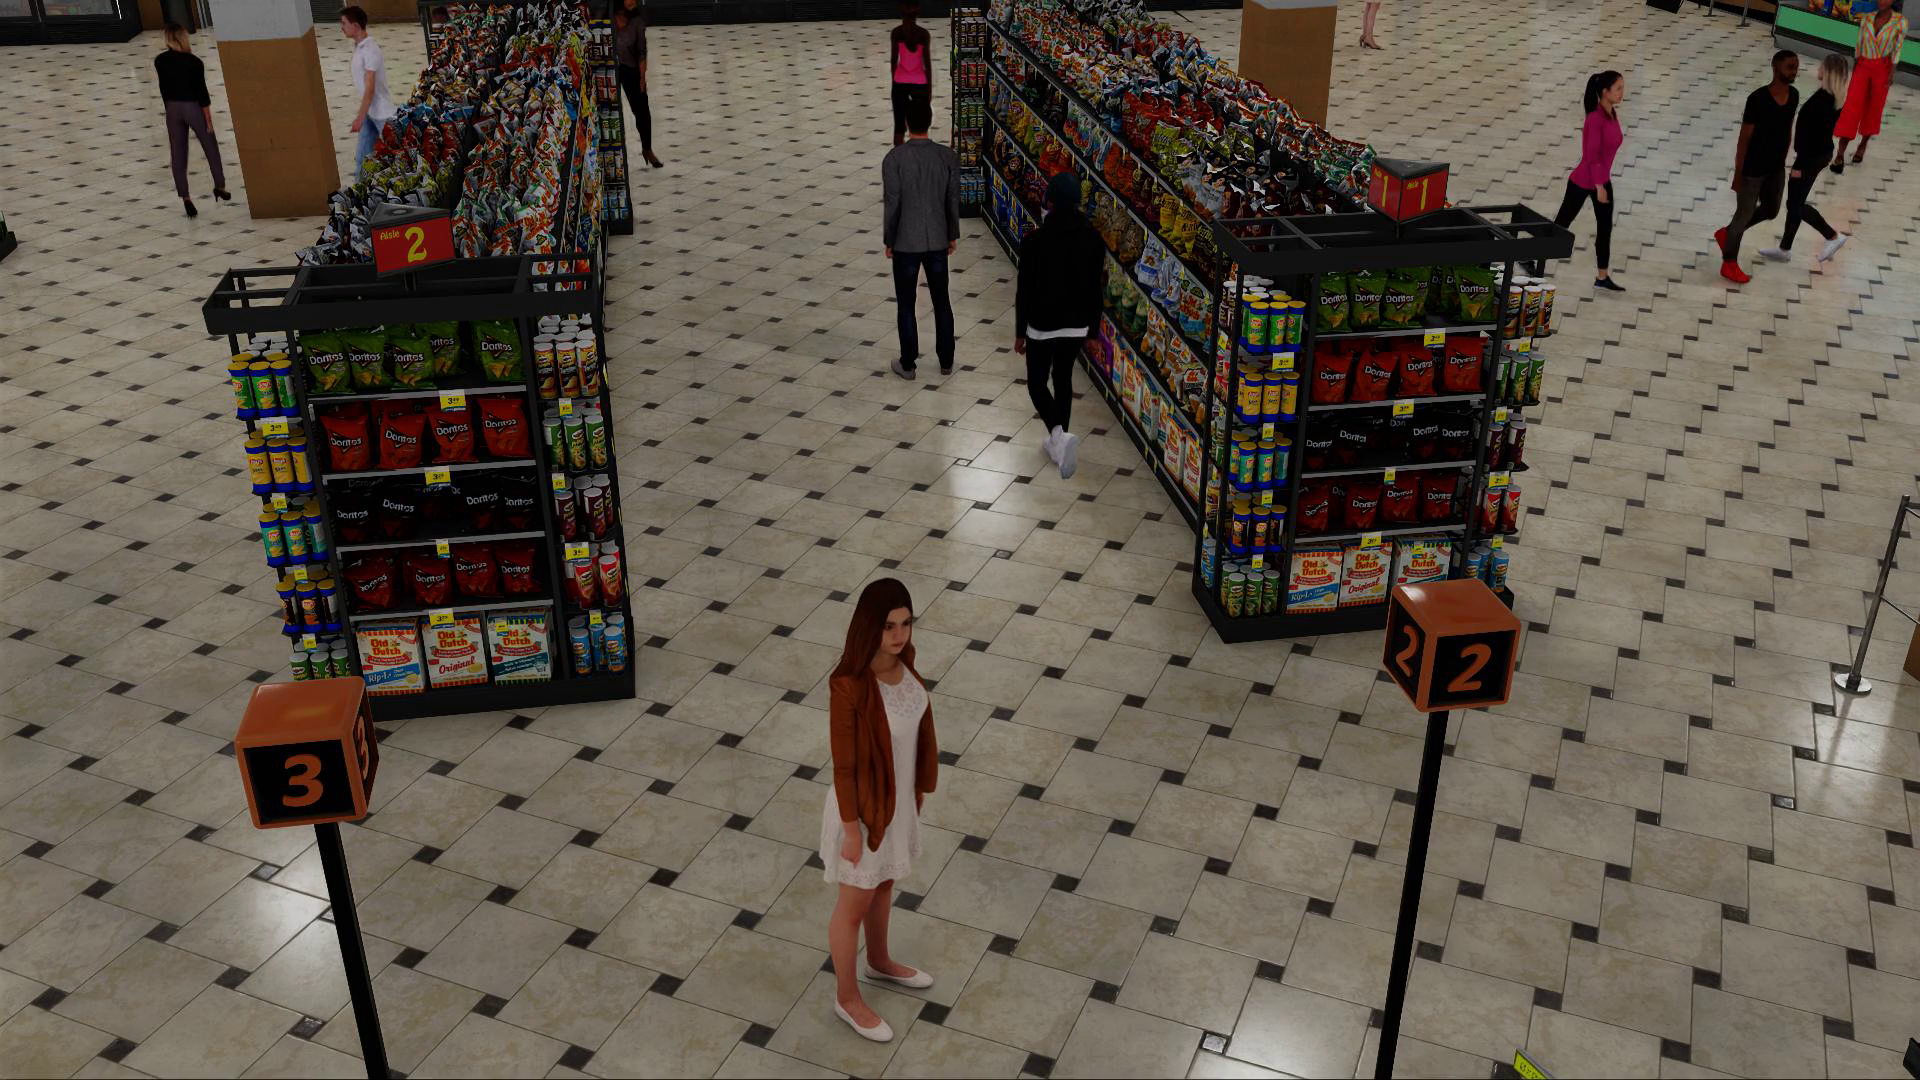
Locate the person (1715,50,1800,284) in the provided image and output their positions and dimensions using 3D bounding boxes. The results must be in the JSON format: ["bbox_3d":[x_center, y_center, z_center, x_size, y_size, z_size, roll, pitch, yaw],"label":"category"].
[{"bbox_3d":[6.225,-2.949,13.081,0.754,1.790,0.828,-7,28,-13],"label":"person"}]

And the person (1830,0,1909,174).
[{"bbox_3d":[8.825,-4.432,16.056,1.113,1.743,1.141,19,33,33],"label":"person"}]

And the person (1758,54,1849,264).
[{"bbox_3d":[6.915,-3.008,13.331,1.011,1.670,0.913,23,35,37],"label":"person"}]

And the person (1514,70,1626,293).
[{"bbox_3d":[4.757,-2.749,12.826,1.173,1.664,1.004,23,35,38],"label":"person"}]

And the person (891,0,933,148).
[{"bbox_3d":[-0.466,-4.279,15.777,0.618,1.723,0.635,4,27,7],"label":"person"}]

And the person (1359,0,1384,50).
[{"bbox_3d":[5.476,-7.373,21.865,0.689,1.735,0.533,-1,27,-1],"label":"person"}]

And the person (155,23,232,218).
[{"bbox_3d":[-6.834,-3.666,14.659,0.723,1.641,0.902,-2,27,-4],"label":"person"}]

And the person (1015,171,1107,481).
[{"bbox_3d":[0.587,-1.189,9.611,0.744,1.789,1.061,-7,28,-13],"label":"person"}]

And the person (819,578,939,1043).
[{"bbox_3d":[-0.296,0.879,5.613,0.770,1.717,0.695,14,30,26],"label":"person"}]

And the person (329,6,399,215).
[{"bbox_3d":[-4.976,-3.702,14.544,0.996,1.809,1.121,-17,32,-30],"label":"person"}]

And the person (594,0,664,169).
[{"bbox_3d":[-3.317,-4.460,16.042,0.818,1.807,0.728,9,28,17],"label":"person"}]

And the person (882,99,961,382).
[{"bbox_3d":[-0.264,-1.997,11.115,0.718,1.871,0.622,-8,28,-16],"label":"person"}]
